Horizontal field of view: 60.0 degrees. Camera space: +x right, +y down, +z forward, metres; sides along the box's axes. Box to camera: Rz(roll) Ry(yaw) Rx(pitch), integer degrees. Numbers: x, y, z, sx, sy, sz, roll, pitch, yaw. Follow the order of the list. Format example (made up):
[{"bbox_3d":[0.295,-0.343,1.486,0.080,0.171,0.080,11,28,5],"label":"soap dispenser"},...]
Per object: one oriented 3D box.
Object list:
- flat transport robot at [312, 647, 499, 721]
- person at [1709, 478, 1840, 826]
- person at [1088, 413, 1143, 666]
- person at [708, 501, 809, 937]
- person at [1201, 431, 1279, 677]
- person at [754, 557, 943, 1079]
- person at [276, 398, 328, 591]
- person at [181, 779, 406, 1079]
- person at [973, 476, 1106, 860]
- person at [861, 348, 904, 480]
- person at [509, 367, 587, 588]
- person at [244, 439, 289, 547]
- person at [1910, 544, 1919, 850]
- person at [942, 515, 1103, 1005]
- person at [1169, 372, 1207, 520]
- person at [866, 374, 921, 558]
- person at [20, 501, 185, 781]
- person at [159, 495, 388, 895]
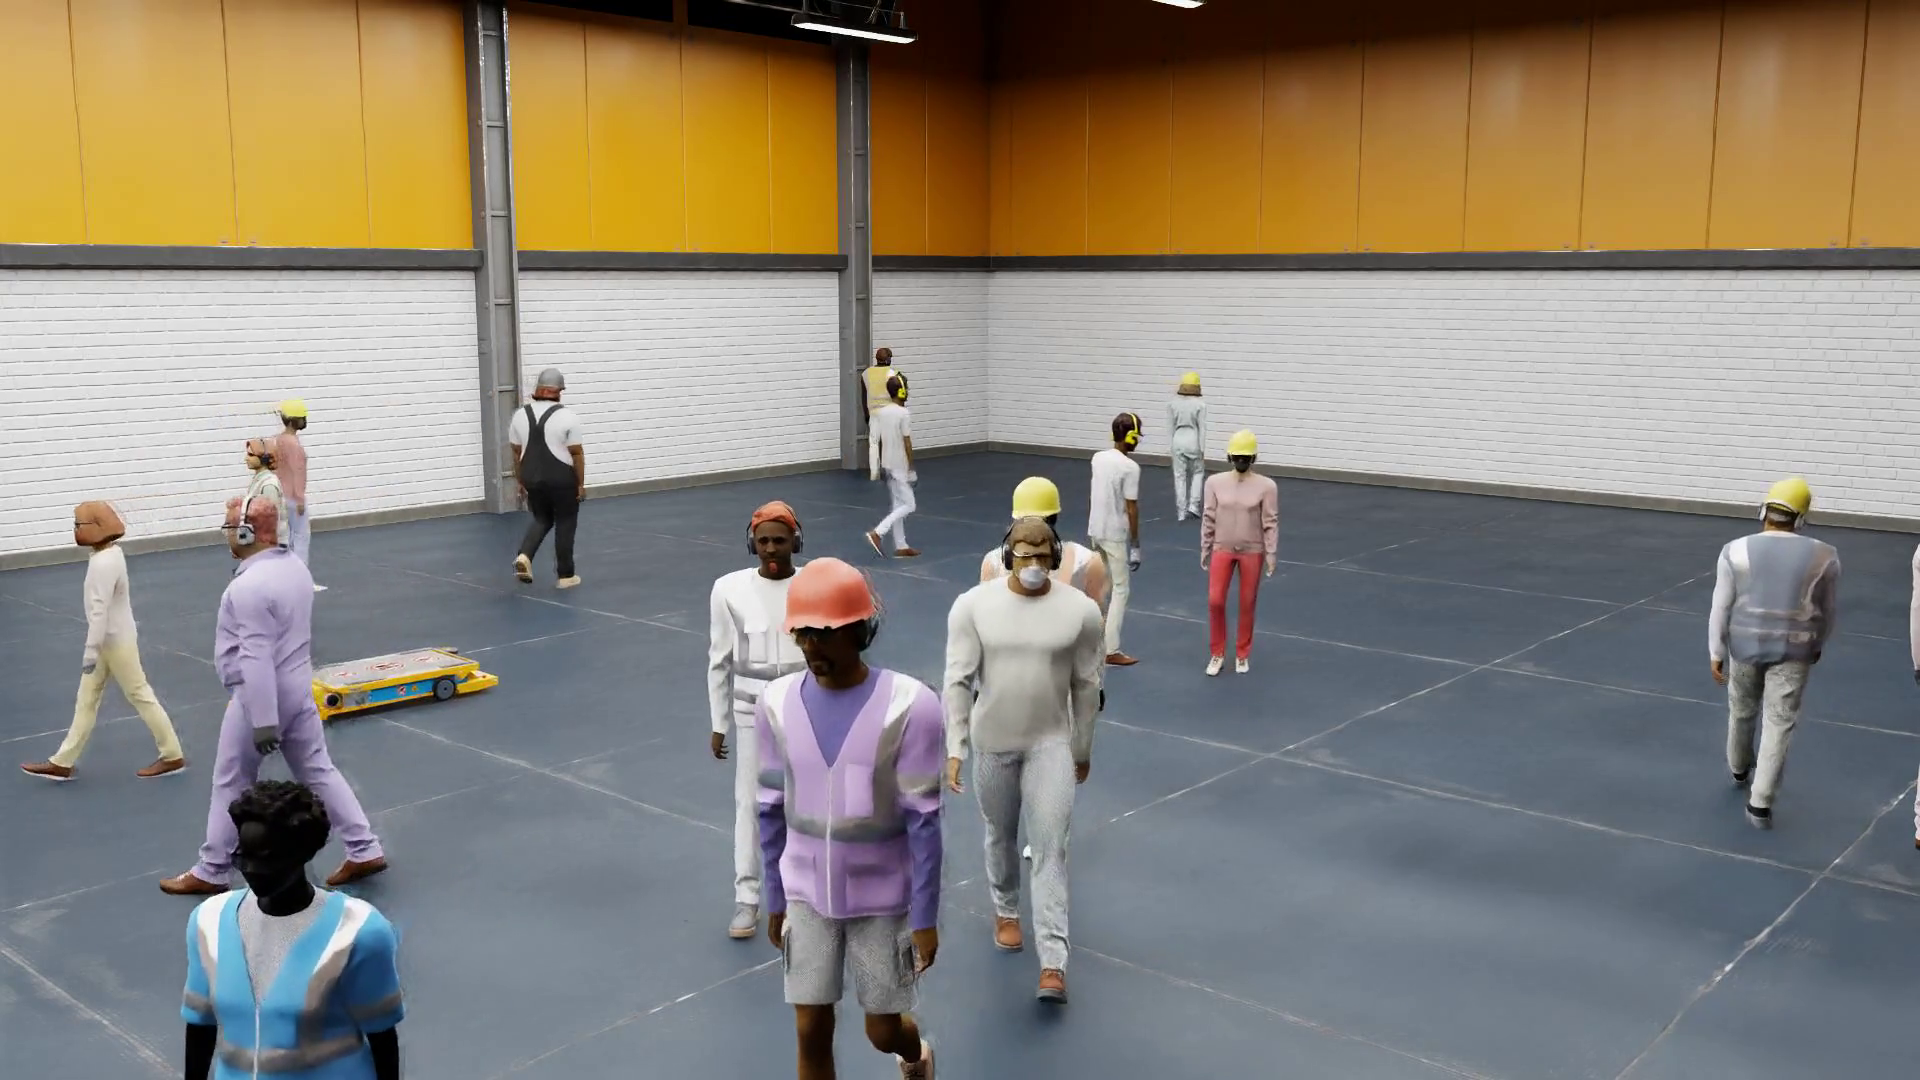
[{"bbox_3d":[-3.875,0.947,11.049,0.652,0.197,1.431,9,12,43],"label":"flat transport robot"},{"bbox_3d":[4.291,0.556,8.803,0.587,1.768,0.949,5,10,28],"label":"person"},{"bbox_3d":[1.122,0.002,12.043,0.442,1.849,0.553,-6,11,-32],"label":"person"},{"bbox_3d":[-0.781,0.767,7.133,0.584,1.882,0.337,-1,9,-6],"label":"person"},{"bbox_3d":[1.959,0.104,11.711,0.547,1.745,0.609,2,9,14],"label":"person"},{"bbox_3d":[-0.317,1.033,5.044,0.615,2.022,0.752,3,9,17],"label":"person"},{"bbox_3d":[-5.995,-0.383,14.785,0.535,1.756,0.533,-6,11,-34],"label":"person"},{"bbox_3d":[-1.607,1.366,4.098,0.531,1.665,0.867,2,9,12],"label":"person"},{"bbox_3d":[0.353,0.651,7.826,0.614,1.890,0.843,3,9,17],"label":"person"},{"bbox_3d":[-1.042,-1.730,22.943,0.635,1.842,0.429,5,10,26],"label":"person"},{"bbox_3d":[-3.688,-0.563,14.991,0.680,2.000,0.654,3,10,19],"label":"person"},{"bbox_3d":[-5.110,0.068,12.275,0.308,1.645,0.514,-6,11,-33],"label":"person"},{"bbox_3d":[4.936,0.614,8.027,0.408,1.908,0.645,-6,11,-35],"label":"person"},{"bbox_3d":[0.253,0.843,6.658,0.646,1.888,0.994,0,9,1],"label":"person"},{"bbox_3d":[2.637,-1.085,19.275,0.484,1.723,0.413,4,10,26],"label":"person"},{"bbox_3d":[-0.653,-0.715,16.525,0.612,1.858,0.526,-6,11,-34],"label":"person"},{"bbox_3d":[-4.794,0.573,9.253,0.842,1.579,0.519,-4,10,-25],"label":"person"},{"bbox_3d":[-3.138,0.710,7.602,1.004,1.861,0.662,0,9,1],"label":"person"}]
